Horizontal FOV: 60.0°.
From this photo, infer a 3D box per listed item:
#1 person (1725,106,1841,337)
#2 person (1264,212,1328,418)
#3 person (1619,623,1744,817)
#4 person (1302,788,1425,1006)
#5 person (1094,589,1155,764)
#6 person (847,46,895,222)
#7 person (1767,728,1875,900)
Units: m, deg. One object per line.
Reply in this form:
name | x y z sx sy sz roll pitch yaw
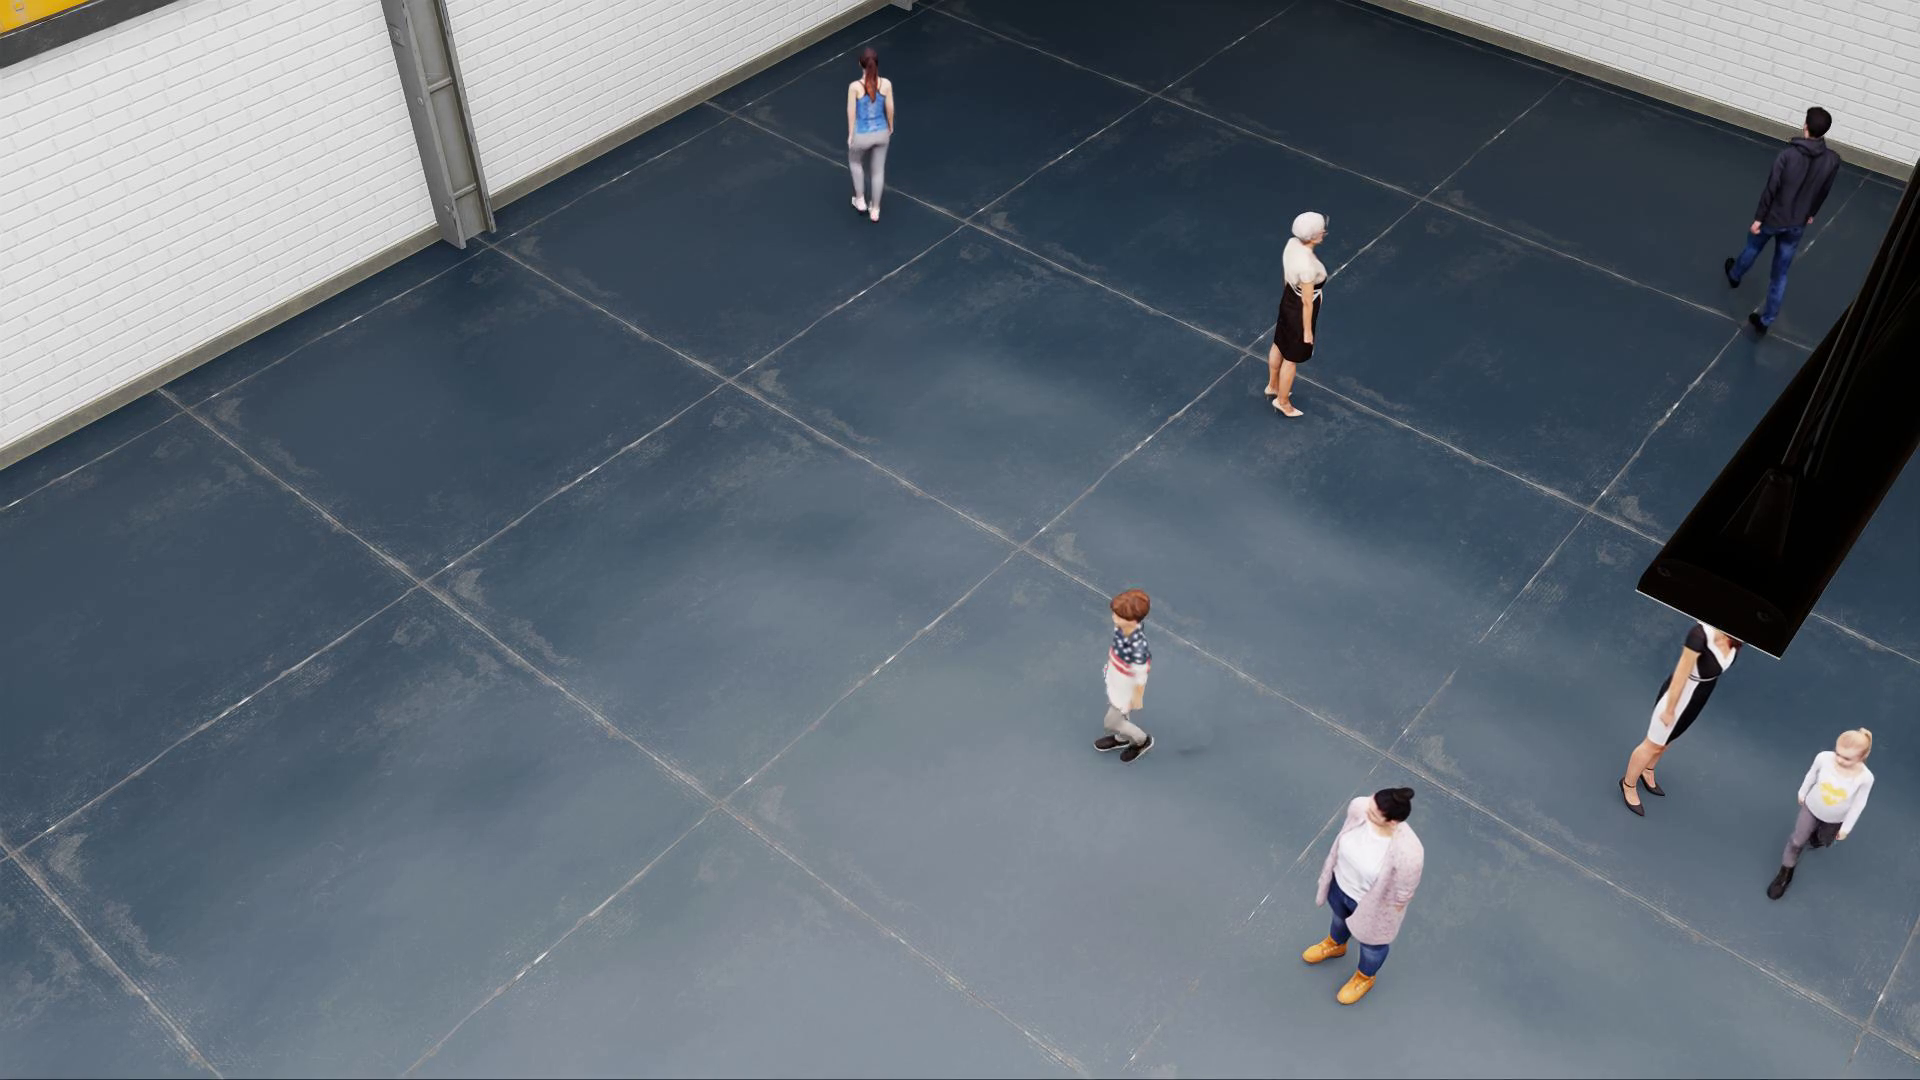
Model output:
person | 6.605 -2.497 13.291 1.149 1.835 1.318 3 44 4
person | 2.519 -1.695 12.507 0.738 1.756 0.698 -7 44 -7
person | 4.237 0.927 9.726 0.512 1.795 0.682 -28 50 -26
person | 2.180 1.830 8.818 0.762 1.740 0.781 -20 47 -20
person | 1.064 0.821 10.103 0.708 1.429 0.651 -8 44 -8
person | -0.771 -3.498 14.512 0.712 1.600 0.785 -12 45 -12
person | 4.975 1.504 9.510 0.509 1.256 0.851 27 50 26
